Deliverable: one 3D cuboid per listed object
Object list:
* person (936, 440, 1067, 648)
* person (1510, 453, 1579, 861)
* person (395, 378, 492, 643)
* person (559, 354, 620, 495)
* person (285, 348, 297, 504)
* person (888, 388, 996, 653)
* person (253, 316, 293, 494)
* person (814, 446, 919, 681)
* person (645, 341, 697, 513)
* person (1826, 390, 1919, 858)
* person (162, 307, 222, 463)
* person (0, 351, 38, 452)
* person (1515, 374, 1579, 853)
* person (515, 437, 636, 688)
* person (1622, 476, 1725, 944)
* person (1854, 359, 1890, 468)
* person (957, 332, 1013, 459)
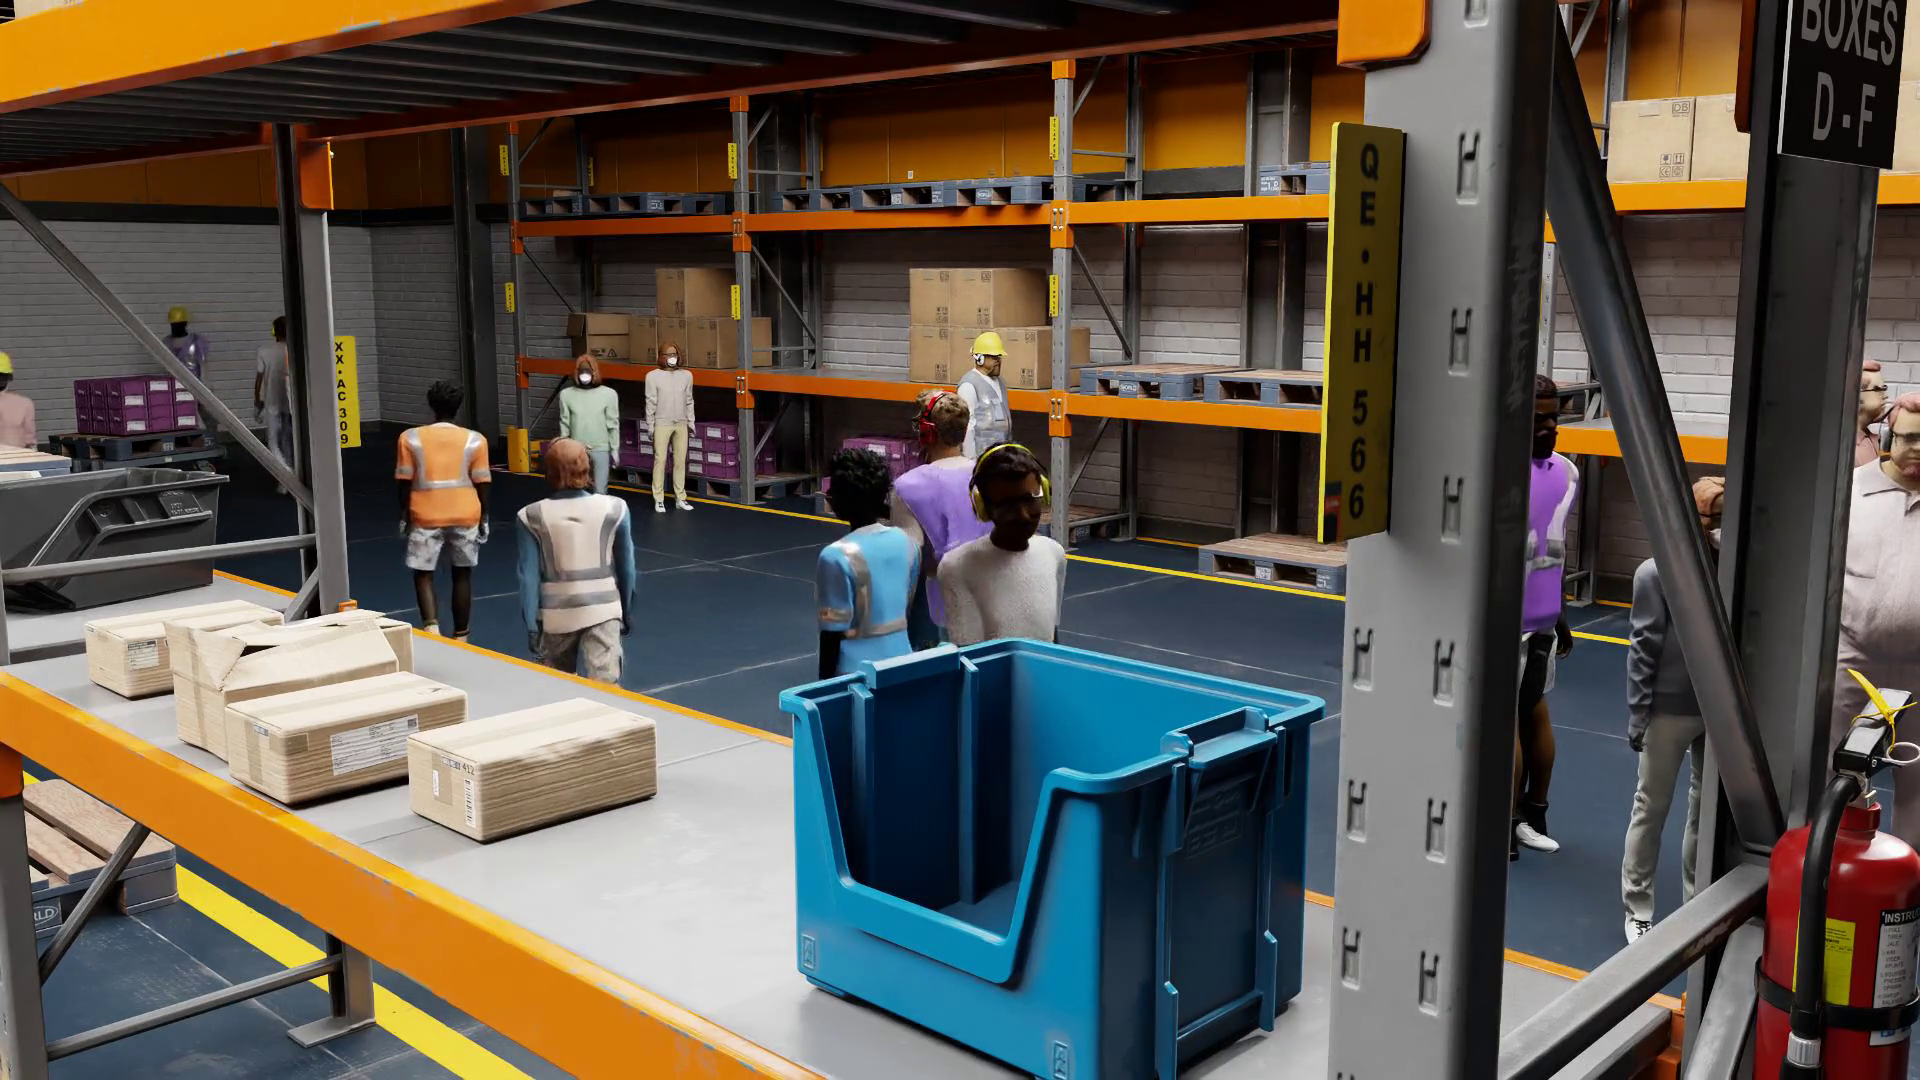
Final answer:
[{"bbox_3d":[0.195,0.614,4.941,0.517,1.807,1.000,-6,11,-34],"label":"person"},{"bbox_3d":[2.159,0.294,6.552,0.542,1.930,0.374,-7,12,-38],"label":"person"},{"bbox_3d":[-3.021,-0.105,9.783,0.551,1.669,0.554,-3,10,-19],"label":"person"},{"bbox_3d":[-3.036,-0.712,13.655,0.499,1.622,0.355,-1,9,-3],"label":"person"},{"bbox_3d":[-6.345,-1.317,16.431,0.589,1.927,0.388,-2,9,-10],"label":"person"},{"bbox_3d":[-0.047,0.322,6.622,0.565,1.850,0.390,-9,13,-44],"label":"person"},{"bbox_3d":[-6.911,-1.359,16.956,0.561,1.841,0.642,-5,11,-30],"label":"person"},{"bbox_3d":[-0.366,0.509,5.965,0.378,1.697,0.553,6,11,33],"label":"person"},{"bbox_3d":[-2.755,-1.080,15.875,0.509,1.632,0.265,-7,11,-35],"label":"person"},{"bbox_3d":[3.230,0.436,5.757,0.638,1.907,0.408,4,10,25],"label":"person"},{"bbox_3d":[-9.330,-1.882,20.138,0.595,1.861,1.044,2,9,10],"label":"person"},{"bbox_3d":[-7.054,-0.535,12.215,0.517,1.733,0.723,-9,13,-44],"label":"person"},{"bbox_3d":[2.161,0.302,6.536,0.596,1.916,0.372,-5,11,-29],"label":"person"},{"bbox_3d":[-1.643,0.355,7.196,0.508,1.598,0.855,-3,10,-16],"label":"person"},{"bbox_3d":[2.485,0.595,5.604,0.499,1.634,0.279,-1,9,-6],"label":"person"},{"bbox_3d":[4.019,0.137,7.569,0.407,1.913,0.641,7,12,37],"label":"person"},{"bbox_3d":[0.210,-0.725,13.135,0.403,1.824,0.584,5,11,29],"label":"person"}]
